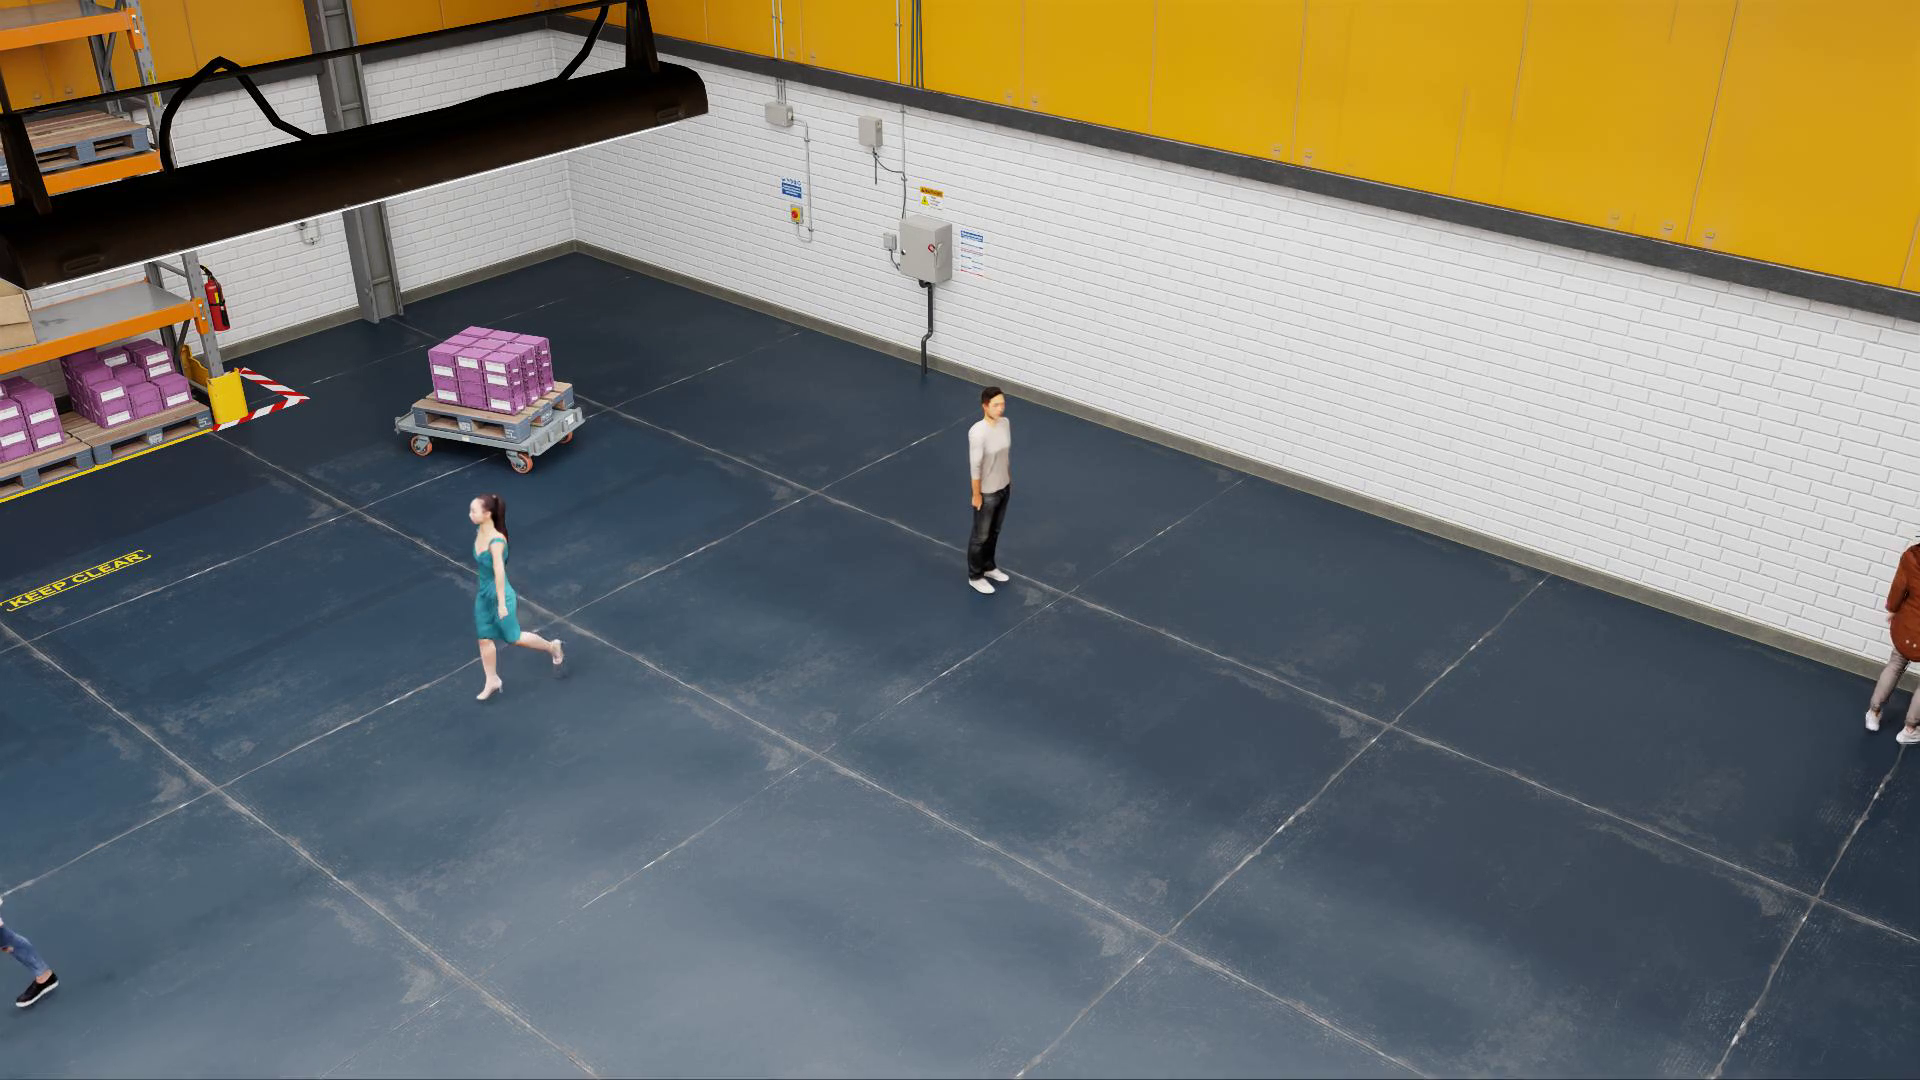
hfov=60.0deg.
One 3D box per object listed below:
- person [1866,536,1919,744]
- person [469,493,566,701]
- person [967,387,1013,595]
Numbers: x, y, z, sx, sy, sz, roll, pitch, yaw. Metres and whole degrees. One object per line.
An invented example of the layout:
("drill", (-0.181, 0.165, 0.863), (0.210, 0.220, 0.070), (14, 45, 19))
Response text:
("person", (6.884, 0.617, 11.838), (0.761, 1.830, 0.781), (-16, 32, -26))
("person", (-3.365, 0.422, 12.373), (1.017, 1.659, 0.698), (-20, 34, -32))
("person", (0.238, -0.443, 13.801), (0.727, 1.810, 0.491), (18, 34, 30))
